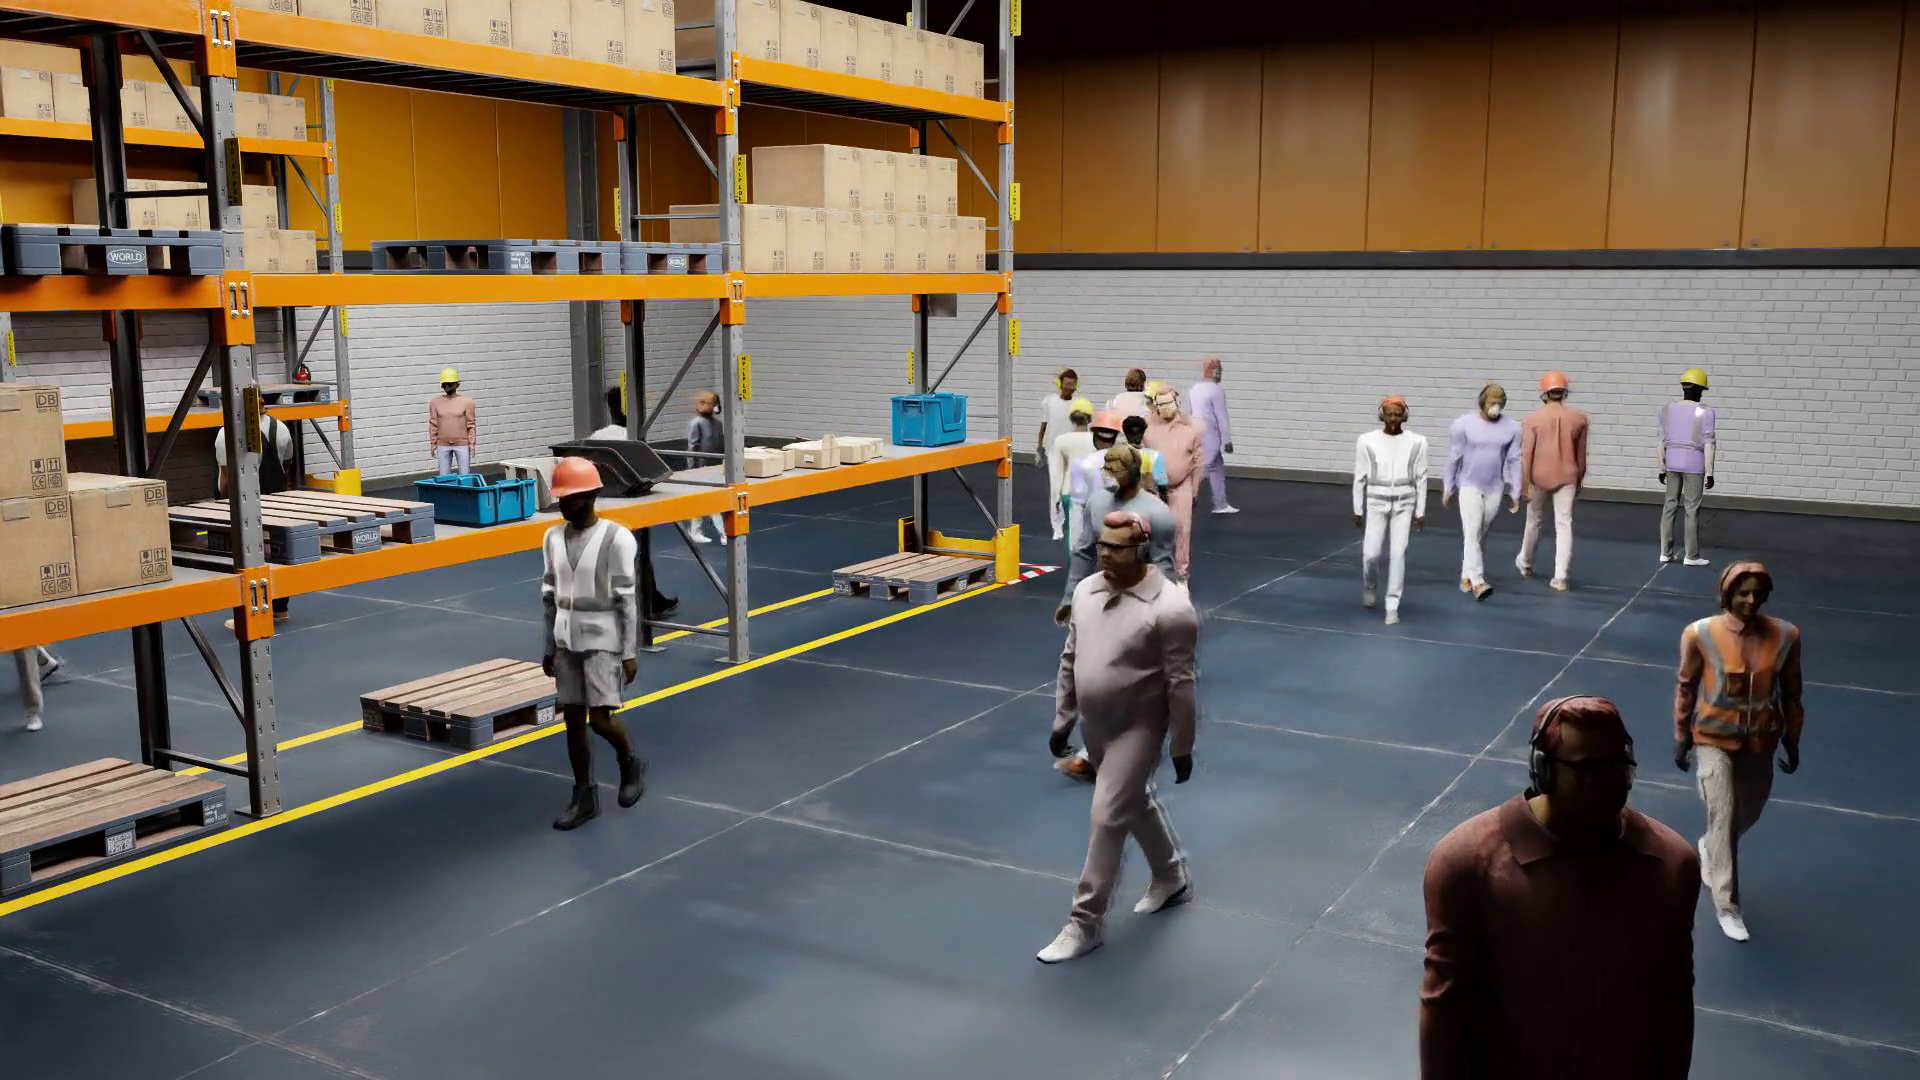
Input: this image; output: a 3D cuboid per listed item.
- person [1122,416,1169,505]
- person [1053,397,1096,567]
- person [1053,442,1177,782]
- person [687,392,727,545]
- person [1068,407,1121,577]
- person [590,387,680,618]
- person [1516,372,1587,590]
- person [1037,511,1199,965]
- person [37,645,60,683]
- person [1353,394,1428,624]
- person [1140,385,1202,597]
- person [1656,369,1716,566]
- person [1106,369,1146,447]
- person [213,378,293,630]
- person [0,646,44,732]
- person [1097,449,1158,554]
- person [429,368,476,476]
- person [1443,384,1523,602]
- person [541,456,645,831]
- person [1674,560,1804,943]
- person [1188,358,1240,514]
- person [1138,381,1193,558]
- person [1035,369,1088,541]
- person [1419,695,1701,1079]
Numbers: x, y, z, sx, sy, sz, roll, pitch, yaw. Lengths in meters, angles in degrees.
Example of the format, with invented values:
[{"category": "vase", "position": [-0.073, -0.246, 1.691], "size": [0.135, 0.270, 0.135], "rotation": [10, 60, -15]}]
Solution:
[{"category": "person", "position": [1.485, -0.239, 14.113], "size": [0.550, 1.632, 0.897], "rotation": [0, 9, 1]}, {"category": "person", "position": [1.077, -0.409, 14.927], "size": [0.526, 1.747, 0.697], "rotation": [3, 9, 17]}, {"category": "person", "position": [0.839, 0.402, 9.368], "size": [0.993, 1.892, 0.651], "rotation": [-6, 11, -33]}, {"category": "person", "position": [-2.540, -0.740, 17.371], "size": [0.777, 1.597, 0.527], "rotation": [4, 10, 25]}, {"category": "person", "position": [1.048, 0.004, 11.922], "size": [0.551, 1.887, 0.820], "rotation": [-1, 9, -9]}, {"category": "person", "position": [-2.707, -0.288, 13.547], "size": [0.632, 1.928, 0.823], "rotation": [6, 11, 33]}, {"category": "person", "position": [5.420, -0.562, 15.240], "size": [0.644, 1.931, 1.037], "rotation": [1, 9, 5]}, {"category": "person", "position": [0.695, 0.787, 7.097], "size": [0.996, 1.863, 0.654], "rotation": [-7, 12, -38]}, {"category": "person", "position": [-6.461, 0.277, 11.093], "size": [0.519, 1.593, 0.863], "rotation": [7, 11, 36]}, {"category": "person", "position": [3.516, -0.263, 13.610], "size": [0.580, 1.872, 0.543], "rotation": [2, 9, 10]}, {"category": "person", "position": [1.843, -0.469, 14.930], "size": [0.636, 1.869, 0.885], "rotation": [0, 9, 3]}, {"category": "person", "position": [7.080, -0.705, 16.206], "size": [0.381, 1.917, 0.585], "rotation": [-7, 11, -36]}, {"category": "person", "position": [1.845, -0.881, 17.536], "size": [0.619, 1.845, 0.430], "rotation": [5, 10, 28]}, {"category": "person", "position": [-5.704, -0.305, 13.322], "size": [0.538, 2.000, 0.684], "rotation": [4, 10, 21]}, {"category": "person", "position": [-5.891, 0.390, 10.243], "size": [0.518, 1.639, 0.318], "rotation": [-4, 10, -23]}, {"category": "person", "position": [1.129, 0.263, 10.820], "size": [0.498, 1.709, 0.805], "rotation": [4, 10, 25]}, {"category": "person", "position": [-5.795, -1.077, 19.002], "size": [0.532, 1.768, 0.311], "rotation": [-1, 9, -4]}, {"category": "person", "position": [4.579, -0.409, 14.479], "size": [0.635, 1.879, 1.029], "rotation": [0, 9, -2]}, {"category": "person", "position": [-1.891, 0.520, 8.543], "size": [0.568, 1.922, 0.475], "rotation": [4, 10, 24]}, {"category": "person", "position": [3.403, 0.869, 7.330], "size": [0.523, 1.611, 0.761], "rotation": [1, 9, 3]}, {"category": "person", "position": [2.850, -1.194, 19.436], "size": [0.960, 1.867, 0.642], "rotation": [-2, 9, -14]}, {"category": "person", "position": [1.849, -0.708, 16.668], "size": [0.915, 1.780, 0.603], "rotation": [1, 9, 5]}, {"category": "person", "position": [1.095, -0.890, 17.645], "size": [0.550, 1.823, 0.836], "rotation": [-1, 9, -5]}, {"category": "person", "position": [1.369, 1.287, 3.793], "size": [0.641, 1.913, 0.407], "rotation": [-1, 9, -5]}]
